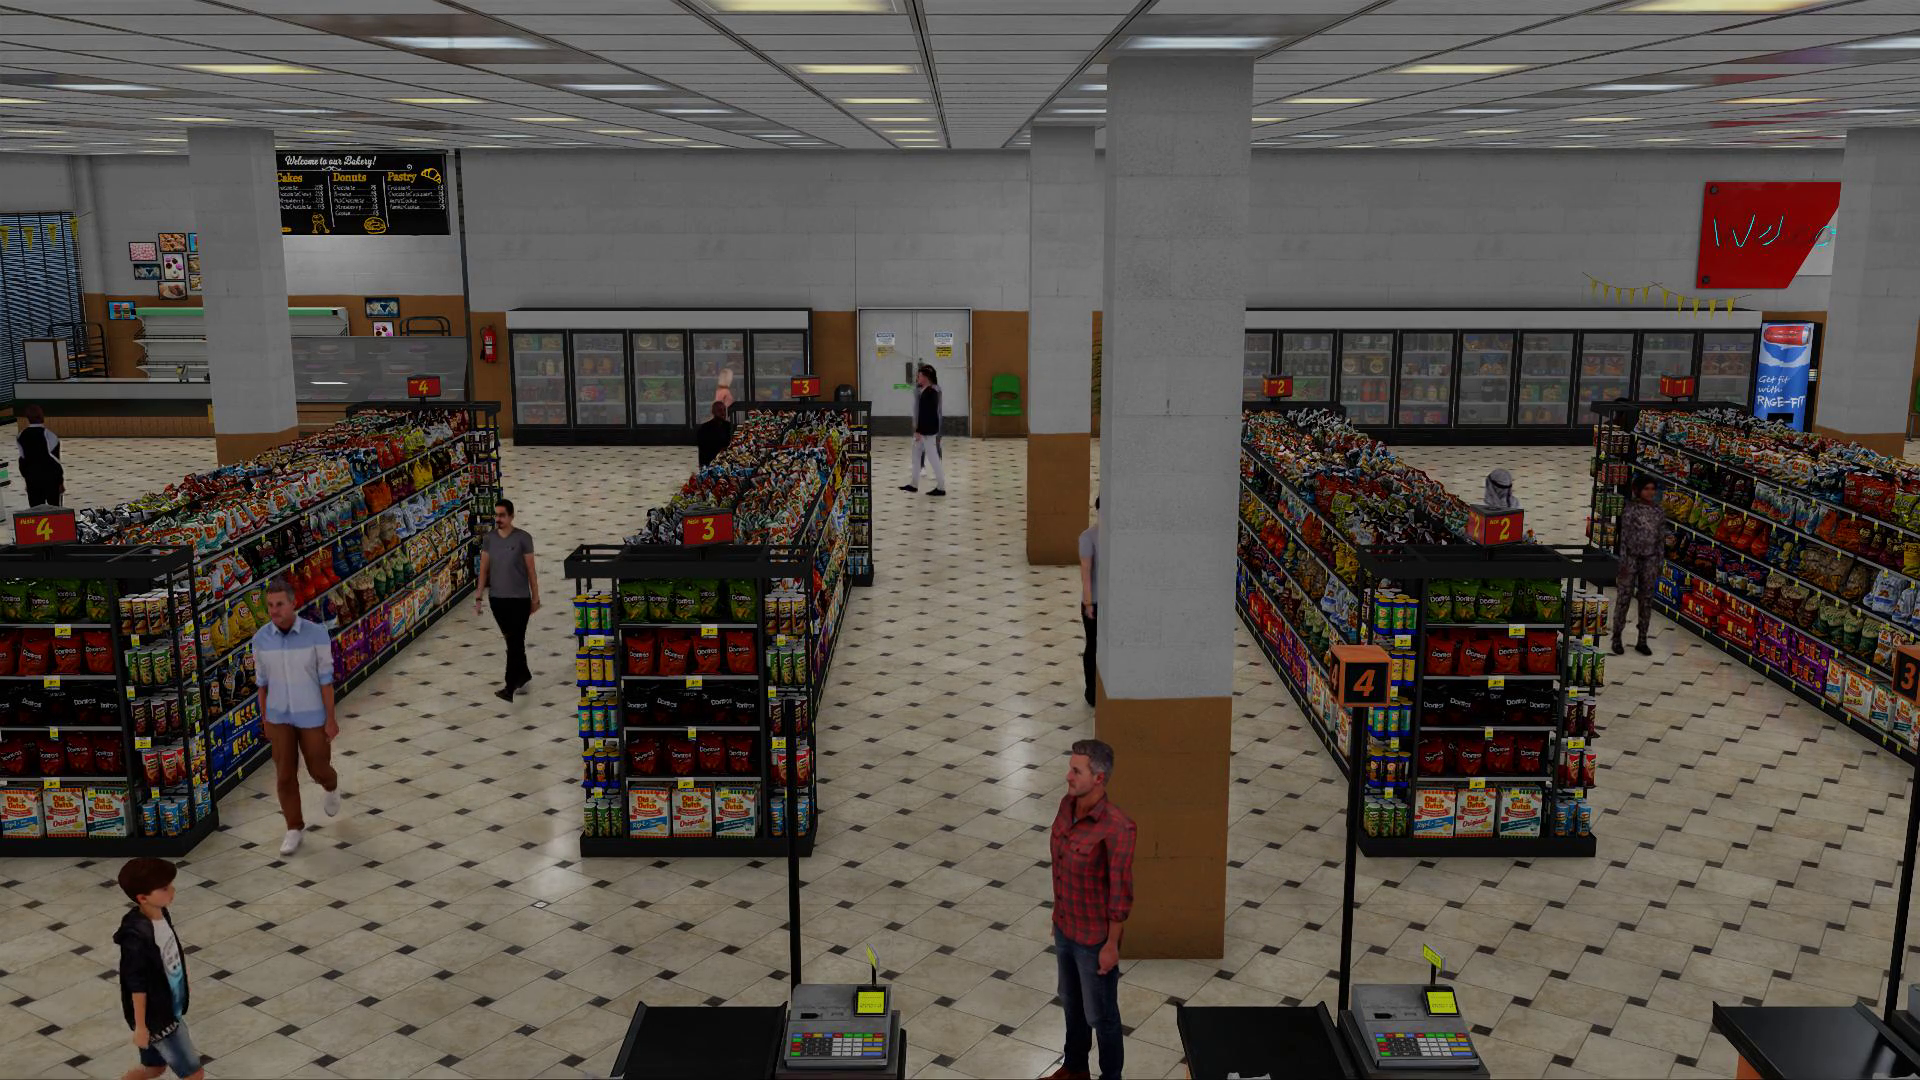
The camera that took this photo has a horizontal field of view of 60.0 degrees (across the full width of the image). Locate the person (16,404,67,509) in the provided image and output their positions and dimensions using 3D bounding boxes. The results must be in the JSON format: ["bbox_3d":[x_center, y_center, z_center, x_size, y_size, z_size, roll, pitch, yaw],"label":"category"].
[{"bbox_3d":[-10.973,-0.719,19.877,0.684,1.827,0.595,2,12,8],"label":"person"}]

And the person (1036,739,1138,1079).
[{"bbox_3d":[0.611,1.811,7.852,0.822,1.831,0.682,-7,14,-29],"label":"person"}]

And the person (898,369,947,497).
[{"bbox_3d":[-0.351,-1.514,23.672,0.810,1.819,0.900,1,12,5],"label":"person"}]

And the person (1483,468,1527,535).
[{"bbox_3d":[4.739,0.312,14.740,0.775,1.927,0.777,-5,13,-22],"label":"person"}]

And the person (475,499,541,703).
[{"bbox_3d":[-3.846,0.500,14.368,0.793,1.711,1.191,2,12,11],"label":"person"}]

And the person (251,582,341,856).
[{"bbox_3d":[-4.384,1.143,11.084,0.736,1.806,0.949,-1,12,-5],"label":"person"}]

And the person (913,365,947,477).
[{"bbox_3d":[-0.504,-1.777,25.212,0.823,1.698,1.151,-3,12,-15],"label":"person"}]

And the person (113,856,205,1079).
[{"bbox_3d":[-3.648,2.110,7.431,0.724,1.419,0.938,-3,12,-12],"label":"person"}]

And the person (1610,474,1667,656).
[{"bbox_3d":[6.390,0.227,15.658,0.584,1.713,0.579,1,12,6],"label":"person"}]

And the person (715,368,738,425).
[{"bbox_3d":[-3.557,-1.682,24.756,1.009,1.700,1.019,-8,14,-34],"label":"person"}]

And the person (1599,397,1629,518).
[{"bbox_3d":[8.273,-0.920,20.938,0.709,1.782,0.753,10,16,41],"label":"person"}]

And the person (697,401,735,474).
[{"bbox_3d":[-2.923,-0.790,20.231,0.788,1.819,0.809,-9,15,-35],"label":"person"}]
